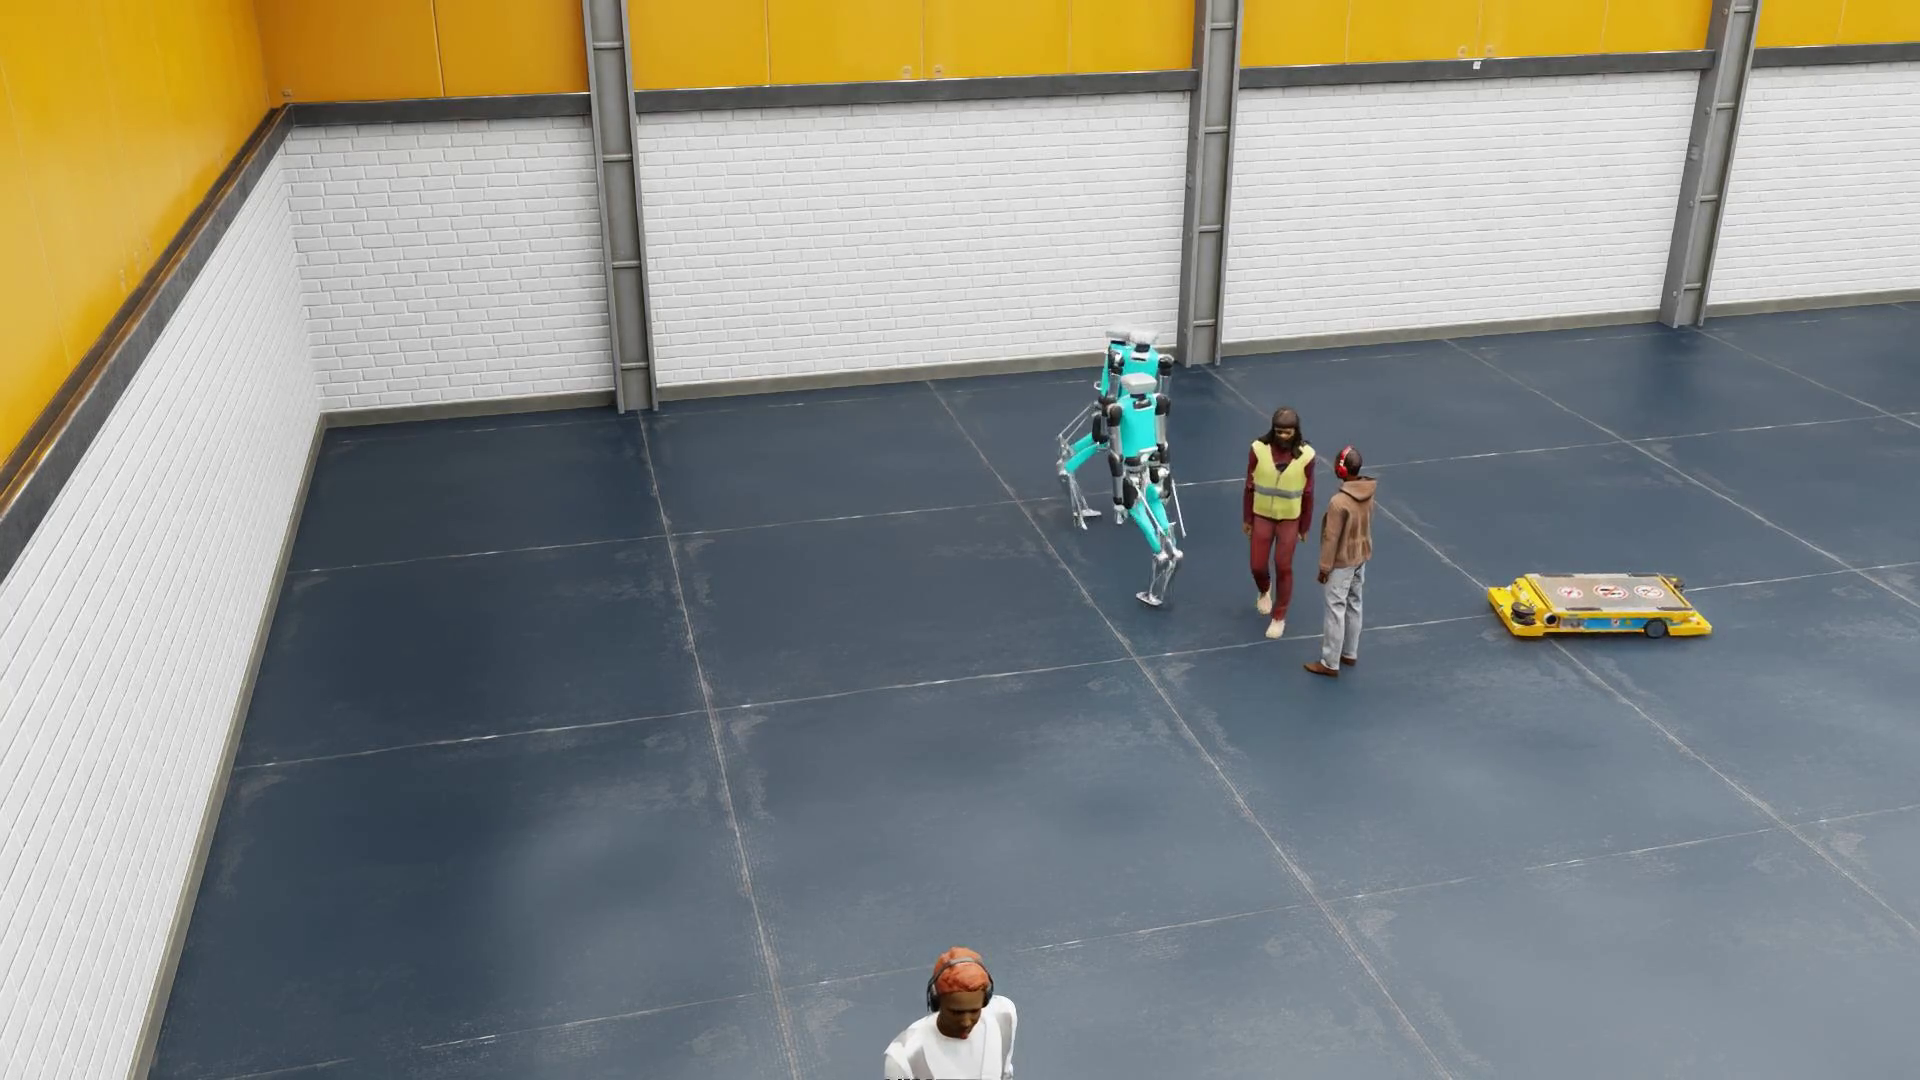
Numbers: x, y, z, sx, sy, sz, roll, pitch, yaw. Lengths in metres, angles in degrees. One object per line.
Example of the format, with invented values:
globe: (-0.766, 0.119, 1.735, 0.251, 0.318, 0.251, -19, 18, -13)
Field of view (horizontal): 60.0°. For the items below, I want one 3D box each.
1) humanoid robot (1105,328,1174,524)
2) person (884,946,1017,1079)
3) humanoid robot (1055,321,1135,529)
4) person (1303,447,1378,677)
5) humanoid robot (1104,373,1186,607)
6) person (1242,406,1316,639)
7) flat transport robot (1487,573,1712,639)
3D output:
humanoid robot: (1.481, -0.922, 13.671, 0.551, 1.825, 0.689, 6, 25, 14)
person: (-0.018, 2.293, 6.150, 0.576, 1.881, 0.347, -17, 29, -34)
humanoid robot: (1.042, -0.942, 13.681, 0.731, 1.770, 0.549, 3, 24, 7)
person: (2.614, 0.154, 11.301, 0.463, 1.647, 0.322, -20, 31, -38)
humanoid robot: (1.432, -0.285, 12.230, 0.540, 1.816, 0.734, -15, 28, -30)
person: (2.268, -0.154, 11.872, 0.507, 1.749, 0.478, 8, 25, 17)
flat transport robot: (4.702, 0.483, 12.262, 1.431, 0.231, 0.659, 0, 24, 0)
